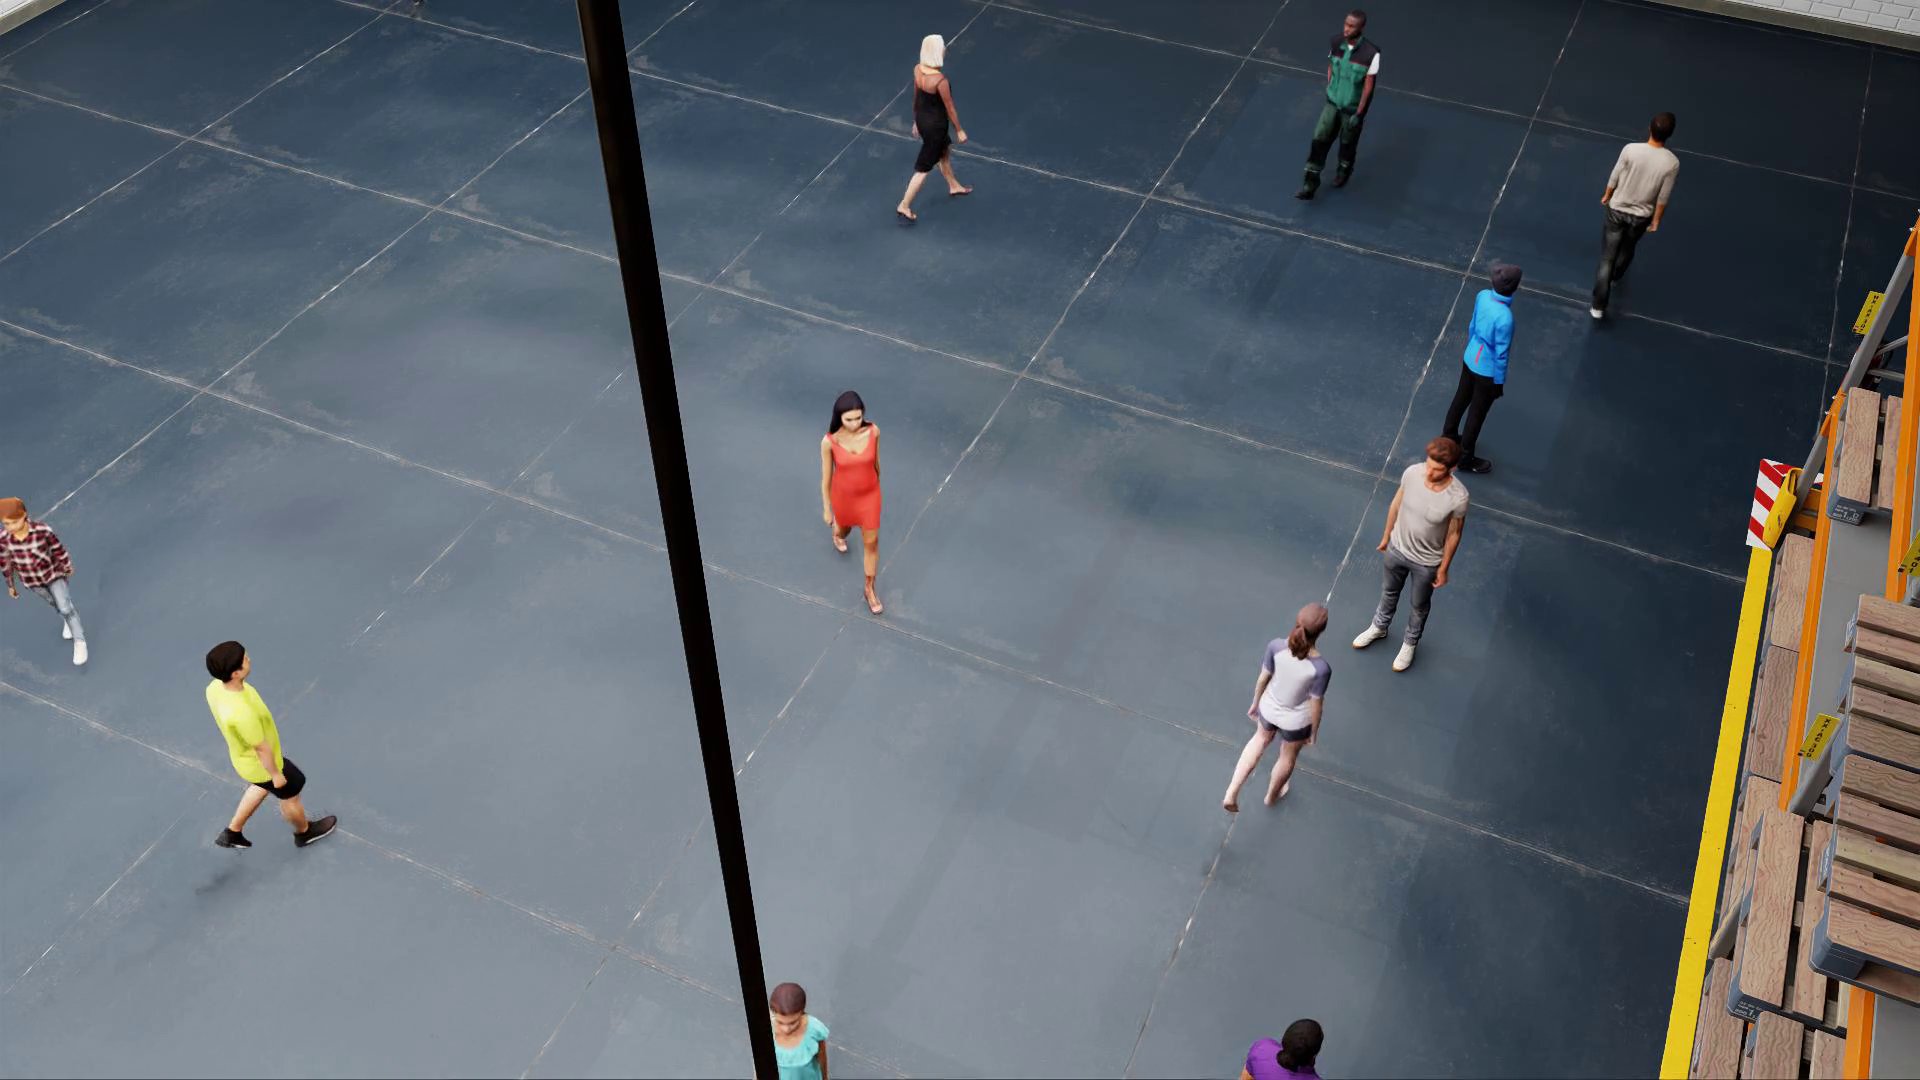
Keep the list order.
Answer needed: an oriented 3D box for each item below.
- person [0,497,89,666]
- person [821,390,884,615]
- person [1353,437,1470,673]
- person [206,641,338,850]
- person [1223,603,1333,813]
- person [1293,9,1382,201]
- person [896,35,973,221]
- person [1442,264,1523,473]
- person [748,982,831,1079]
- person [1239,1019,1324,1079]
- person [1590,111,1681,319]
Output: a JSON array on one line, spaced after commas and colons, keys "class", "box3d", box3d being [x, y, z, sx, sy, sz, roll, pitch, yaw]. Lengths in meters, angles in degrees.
[{"class": "person", "box3d": [-6.150, 0.173, 11.143, 0.797, 1.283, 0.889, -8, 44, -8]}, {"class": "person", "box3d": [-0.748, -0.344, 11.387, 1.069, 1.694, 1.113, -15, 46, -15]}, {"class": "person", "box3d": [2.978, 0.061, 10.819, 0.725, 1.891, 0.671, 33, 53, 30]}, {"class": "person", "box3d": [-4.154, 1.292, 9.673, 0.985, 1.690, 0.824, -33, 52, -30]}, {"class": "person", "box3d": [1.892, 1.075, 9.857, 0.706, 1.750, 0.883, 26, 50, 25]}, {"class": "person", "box3d": [3.566, -3.980, 15.127, 0.844, 1.799, 1.137, 29, 51, 27]}, {"class": "person", "box3d": [-0.316, -3.616, 14.815, 1.168, 1.702, 0.999, -23, 48, -22]}, {"class": "person", "box3d": [3.858, -1.283, 12.304, 0.756, 1.788, 0.682, -11, 45, -11]}, {"class": "person", "box3d": [-0.839, 2.640, 8.360, 0.738, 1.548, 0.946, 3, 44, 3]}, {"class": "person", "box3d": [1.475, 2.878, 7.968, 1.013, 1.745, 0.872, -26, 50, -25]}, {"class": "person", "box3d": [5.522, -2.658, 13.756, 0.685, 1.777, 1.149, 16, 46, 16]}]
